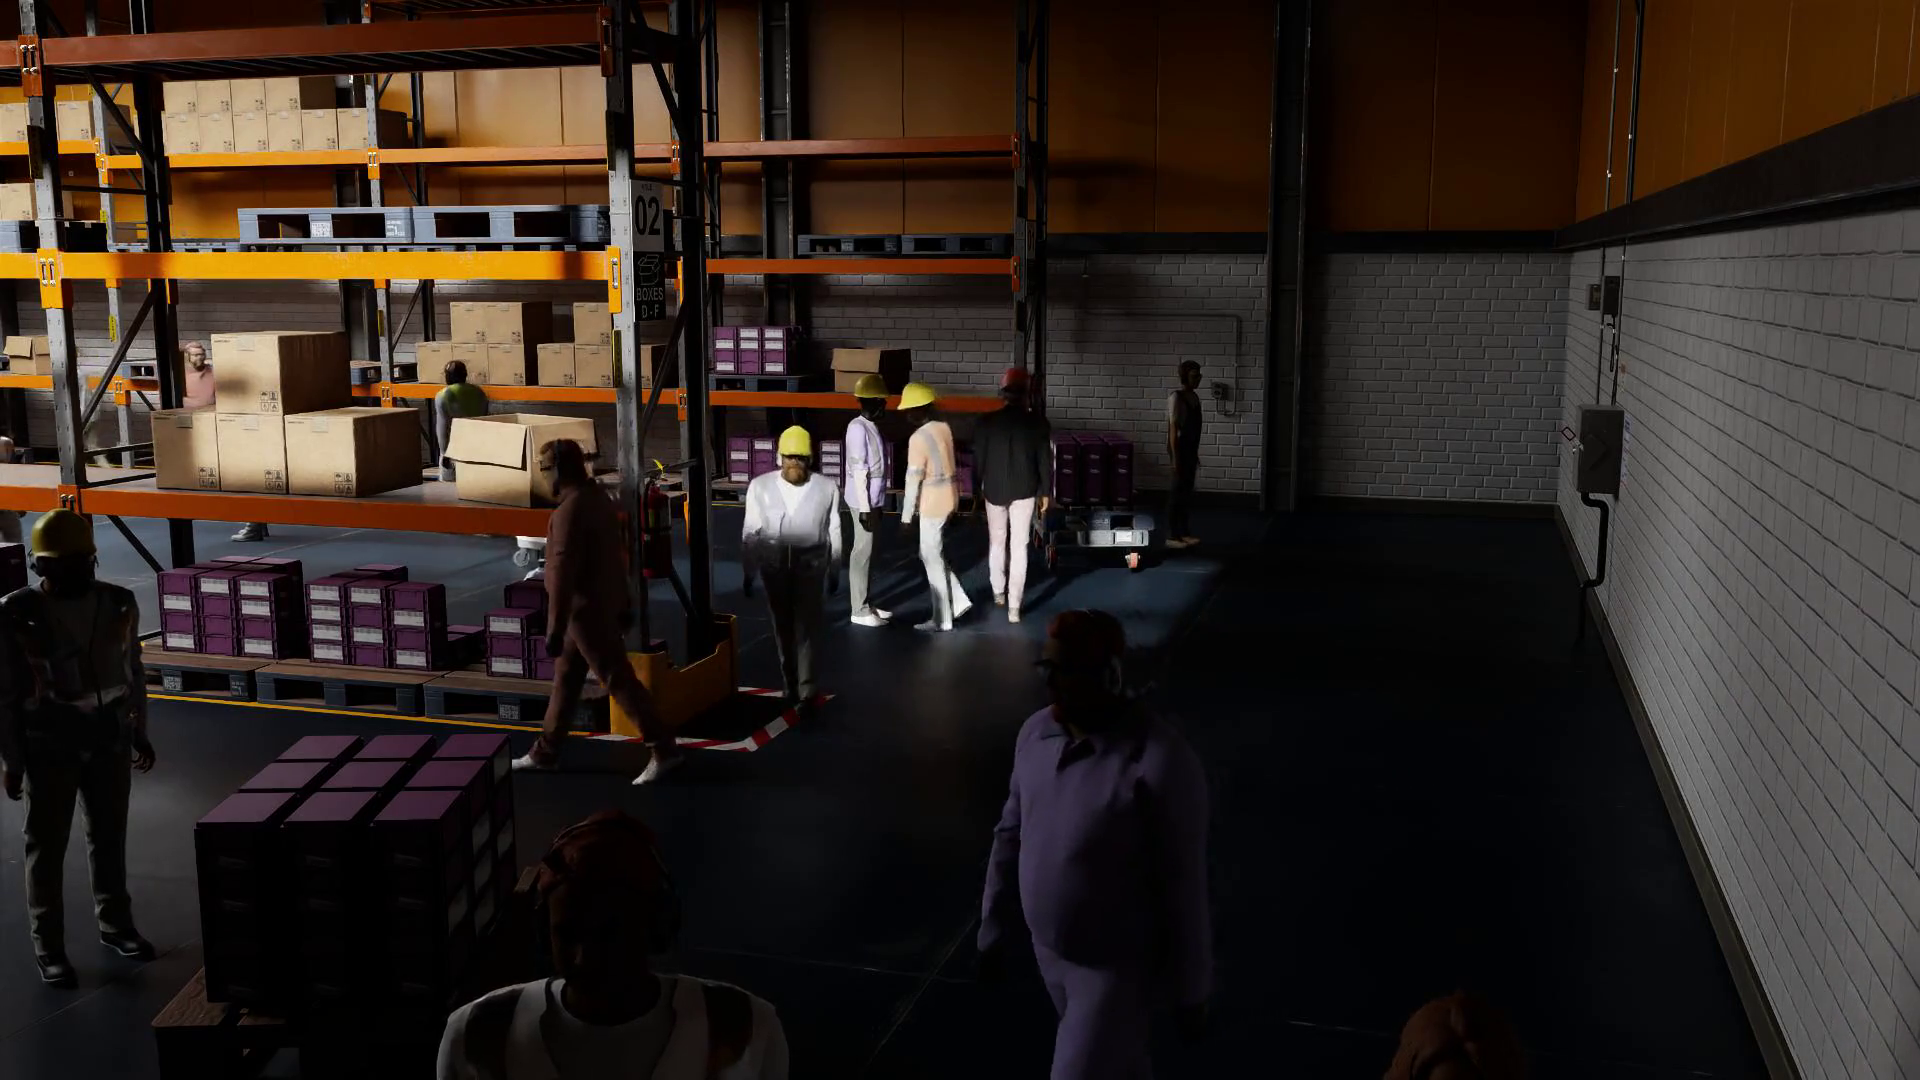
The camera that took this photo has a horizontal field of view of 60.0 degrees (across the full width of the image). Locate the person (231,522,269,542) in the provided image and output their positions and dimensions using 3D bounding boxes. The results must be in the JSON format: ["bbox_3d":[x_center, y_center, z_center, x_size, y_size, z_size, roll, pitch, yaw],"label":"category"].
[{"bbox_3d":[-7.152,-0.956,16.671,0.385,1.948,0.603,-1,9,-8],"label":"person"}]

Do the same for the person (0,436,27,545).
[{"bbox_3d":[-7.903,-0.280,13.529,0.487,1.625,0.537,4,10,25],"label":"person"}]

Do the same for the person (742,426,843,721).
[{"bbox_3d":[-1.032,0.183,10.249,0.597,1.786,0.925,0,9,1],"label":"person"}]

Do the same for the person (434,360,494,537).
[{"bbox_3d":[-5.128,-0.933,16.997,0.980,1.787,0.636,8,12,39],"label":"person"}]

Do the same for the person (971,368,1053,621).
[{"bbox_3d":[0.423,-0.385,13.197,0.626,1.941,0.976,1,9,8],"label":"person"}]

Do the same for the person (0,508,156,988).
[{"bbox_3d":[-3.413,0.780,6.443,0.404,1.833,0.592,7,12,36],"label":"person"}]

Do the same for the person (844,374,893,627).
[{"bbox_3d":[-0.696,-0.310,12.793,0.370,1.929,0.585,1,9,5],"label":"person"}]

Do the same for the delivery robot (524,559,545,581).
[{"bbox_3d":[-3.096,0.384,12.441,0.477,0.478,0.707,-2,9,-10],"label":"delivery robot"}]

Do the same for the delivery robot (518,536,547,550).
[{"bbox_3d":[-3.717,-0.062,15.177,0.707,0.478,0.477,7,12,38],"label":"delivery robot"}]

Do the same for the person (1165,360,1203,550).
[{"bbox_3d":[2.195,-0.834,16.243,0.327,1.843,0.515,6,11,32],"label":"person"}]

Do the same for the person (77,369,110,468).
[{"bbox_3d":[-10.372,-1.375,19.599,0.692,1.820,0.641,-3,10,-15],"label":"person"}]

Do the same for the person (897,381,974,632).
[{"bbox_3d":[-0.228,-0.243,12.440,0.431,1.901,0.599,3,10,19],"label":"person"}]

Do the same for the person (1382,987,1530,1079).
[{"bbox_3d":[0.760,1.497,2.680,0.500,1.632,0.286,0,9,-2],"label":"person"}]

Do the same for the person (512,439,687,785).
[{"bbox_3d":[-1.949,0.383,8.851,1.023,1.847,0.690,0,9,1],"label":"person"}]

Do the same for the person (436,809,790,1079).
[{"bbox_3d":[-0.562,1.359,2.763,0.575,1.881,0.356,-1,9,-6],"label":"person"}]

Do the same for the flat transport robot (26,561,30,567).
[{"bbox_3d":[-9.134,0.198,14.739,1.431,0.197,0.652,1,9,4],"label":"flat transport robot"}]

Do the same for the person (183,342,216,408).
[{"bbox_3d":[-9.022,-1.419,19.728,0.919,1.877,0.659,8,12,39],"label":"person"}]

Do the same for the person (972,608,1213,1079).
[{"bbox_3d":[0.263,1.102,4.369,0.969,1.855,0.677,-6,11,-33],"label":"person"}]
